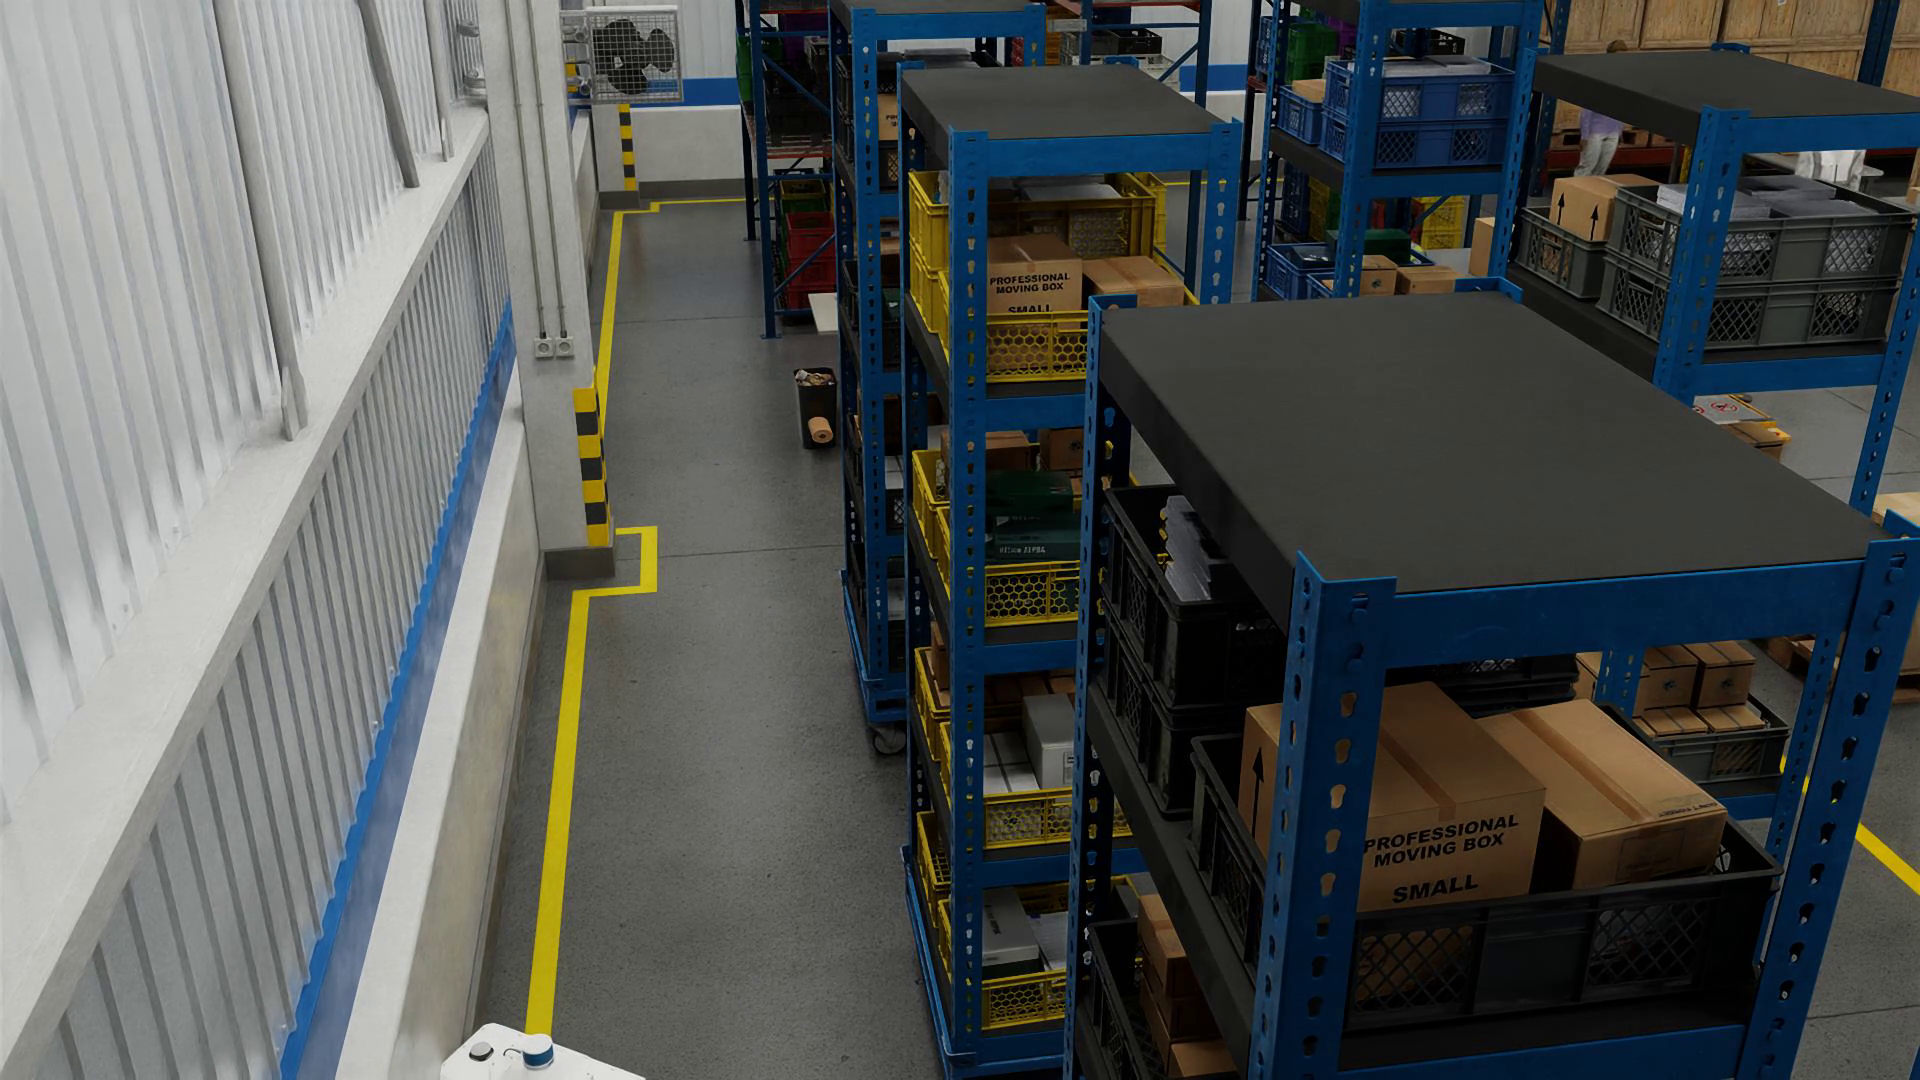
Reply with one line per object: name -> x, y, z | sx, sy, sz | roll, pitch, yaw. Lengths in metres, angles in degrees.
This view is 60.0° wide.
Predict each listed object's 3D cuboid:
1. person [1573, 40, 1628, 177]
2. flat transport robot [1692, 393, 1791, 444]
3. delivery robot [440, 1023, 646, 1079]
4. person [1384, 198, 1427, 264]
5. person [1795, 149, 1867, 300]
person -> 6.823, -4.324, 17.685 | 0.629, 1.939, 0.372 | -13, 28, -26
flat transport robot -> 5.224, -0.859, 12.132 | 1.431, 0.197, 0.652 | -4, 25, -8
delivery robot -> -1.421, 1.906, 5.678 | 0.707, 0.478, 0.477 | 11, 27, 23
person -> 2.995, -1.496, 11.652 | 0.429, 1.841, 0.633 | -17, 30, -32
person -> 7.656, -2.950, 14.779 | 0.578, 1.878, 0.353 | 1, 25, 2
